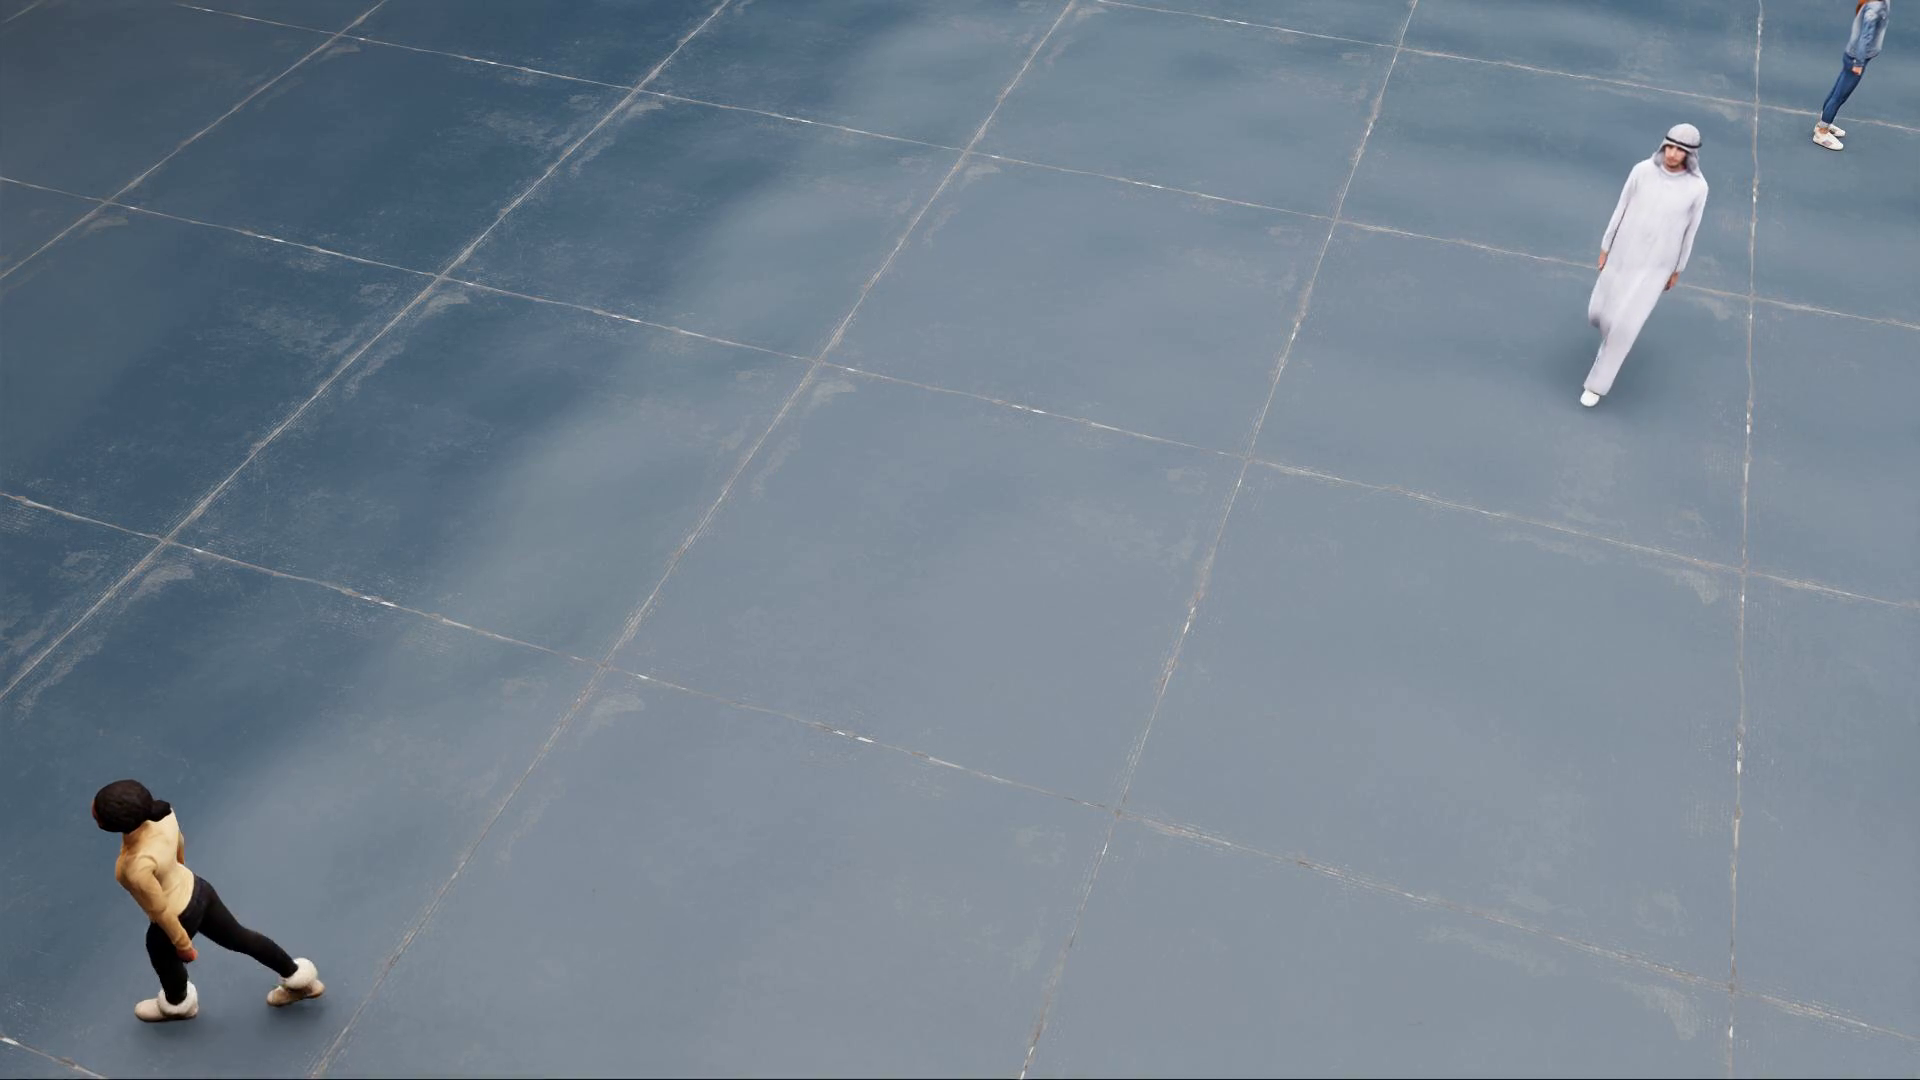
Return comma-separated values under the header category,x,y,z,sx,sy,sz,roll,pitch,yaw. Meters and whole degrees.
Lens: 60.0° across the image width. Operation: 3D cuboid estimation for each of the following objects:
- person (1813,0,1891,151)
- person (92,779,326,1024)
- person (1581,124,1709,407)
category,x,y,z,sx,sy,sz,roll,pitch,yaw
person,7.062,-3.826,13.086,0.530,1.477,0.587,19,46,20
person,-3.275,1.585,7.186,1.167,1.621,0.869,-1,43,-1
person,4.382,-1.807,10.615,1.127,1.900,0.942,25,49,25
